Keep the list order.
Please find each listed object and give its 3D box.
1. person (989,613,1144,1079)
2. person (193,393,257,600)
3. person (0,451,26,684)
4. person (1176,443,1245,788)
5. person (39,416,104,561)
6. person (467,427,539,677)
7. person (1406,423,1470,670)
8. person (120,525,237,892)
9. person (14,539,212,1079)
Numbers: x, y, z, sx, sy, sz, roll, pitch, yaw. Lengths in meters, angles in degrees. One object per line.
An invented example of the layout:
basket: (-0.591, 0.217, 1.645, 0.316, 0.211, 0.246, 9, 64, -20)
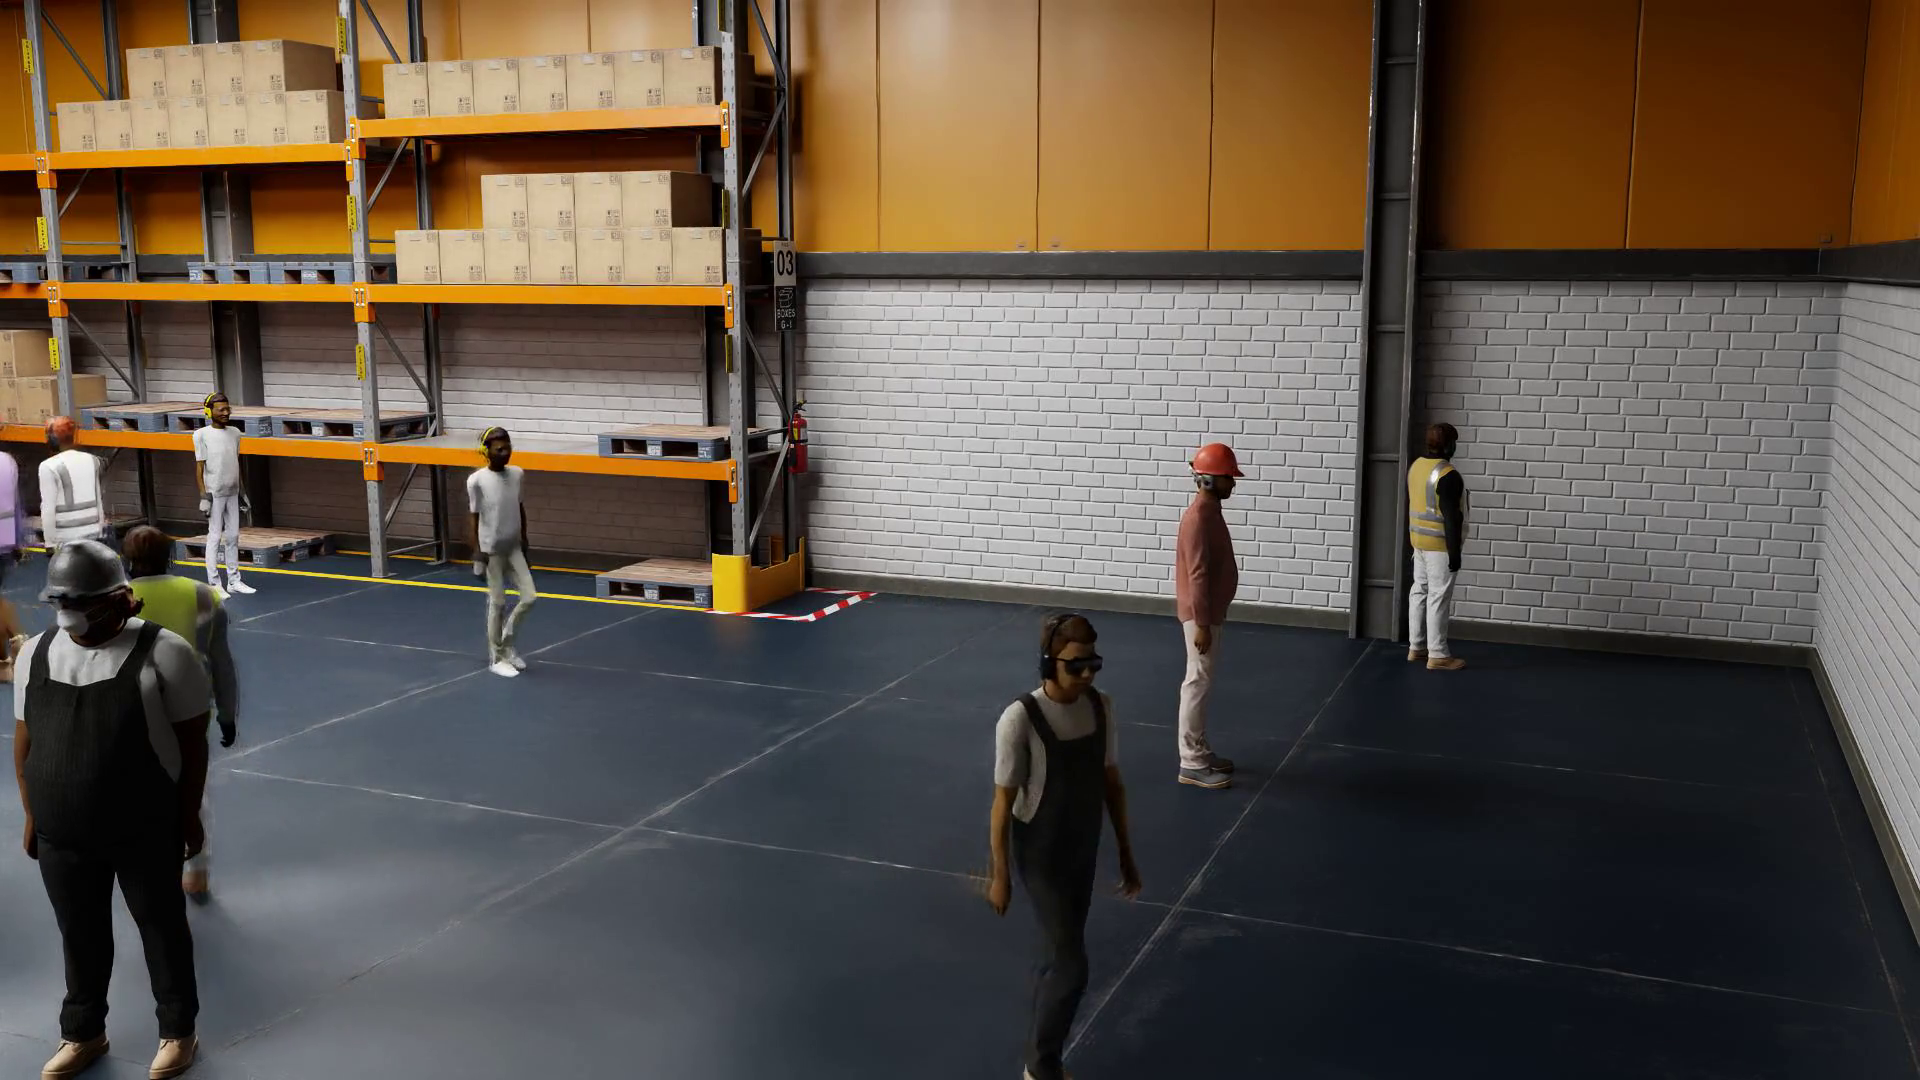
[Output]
person: (0.384, 1.151, 5.850, 0.512, 1.825, 0.559, -9, 13, -44)
person: (-6.685, -0.405, 15.113, 0.328, 1.872, 0.514, 4, 10, 23)
person: (-6.989, 0.045, 11.897, 0.419, 2.029, 0.643, 1, 9, 5)
person: (1.443, 0.428, 9.688, 0.385, 1.992, 0.622, 2, 10, 14)
person: (-6.819, -0.036, 12.915, 0.624, 1.869, 0.582, 2, 10, 14)
person: (-3.324, 0.090, 12.160, 0.400, 1.853, 0.560, 7, 12, 37)
person: (3.593, 0.042, 12.480, 0.429, 1.846, 0.633, -2, 10, -12)
person: (-3.759, 0.834, 7.769, 0.646, 1.819, 0.590, -9, 13, -43)
person: (-3.141, 0.995, 6.111, 0.689, 2.000, 0.538, 0, 9, -2)
